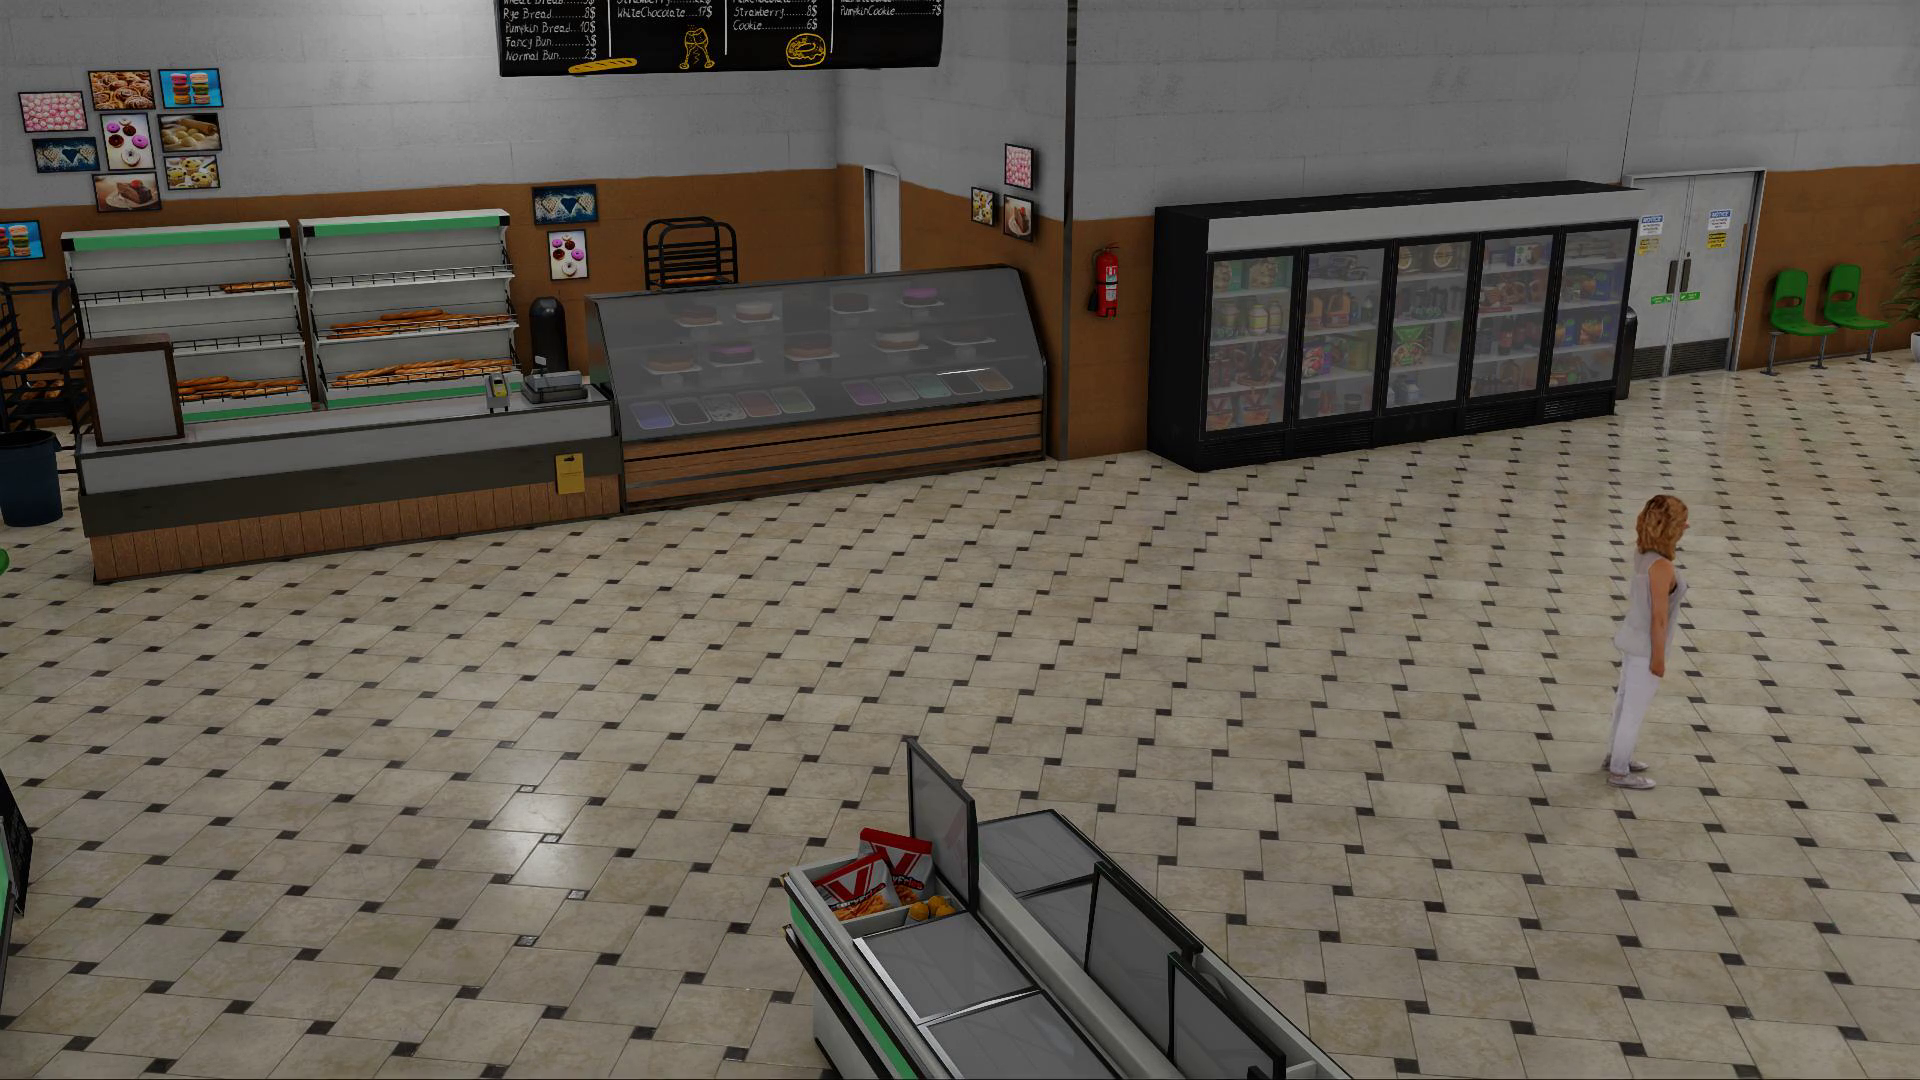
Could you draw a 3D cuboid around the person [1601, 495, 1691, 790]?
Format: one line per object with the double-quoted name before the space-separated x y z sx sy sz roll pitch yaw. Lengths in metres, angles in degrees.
"person" 3.748 0.548 9.136 0.735 1.671 0.646 3 19 8
